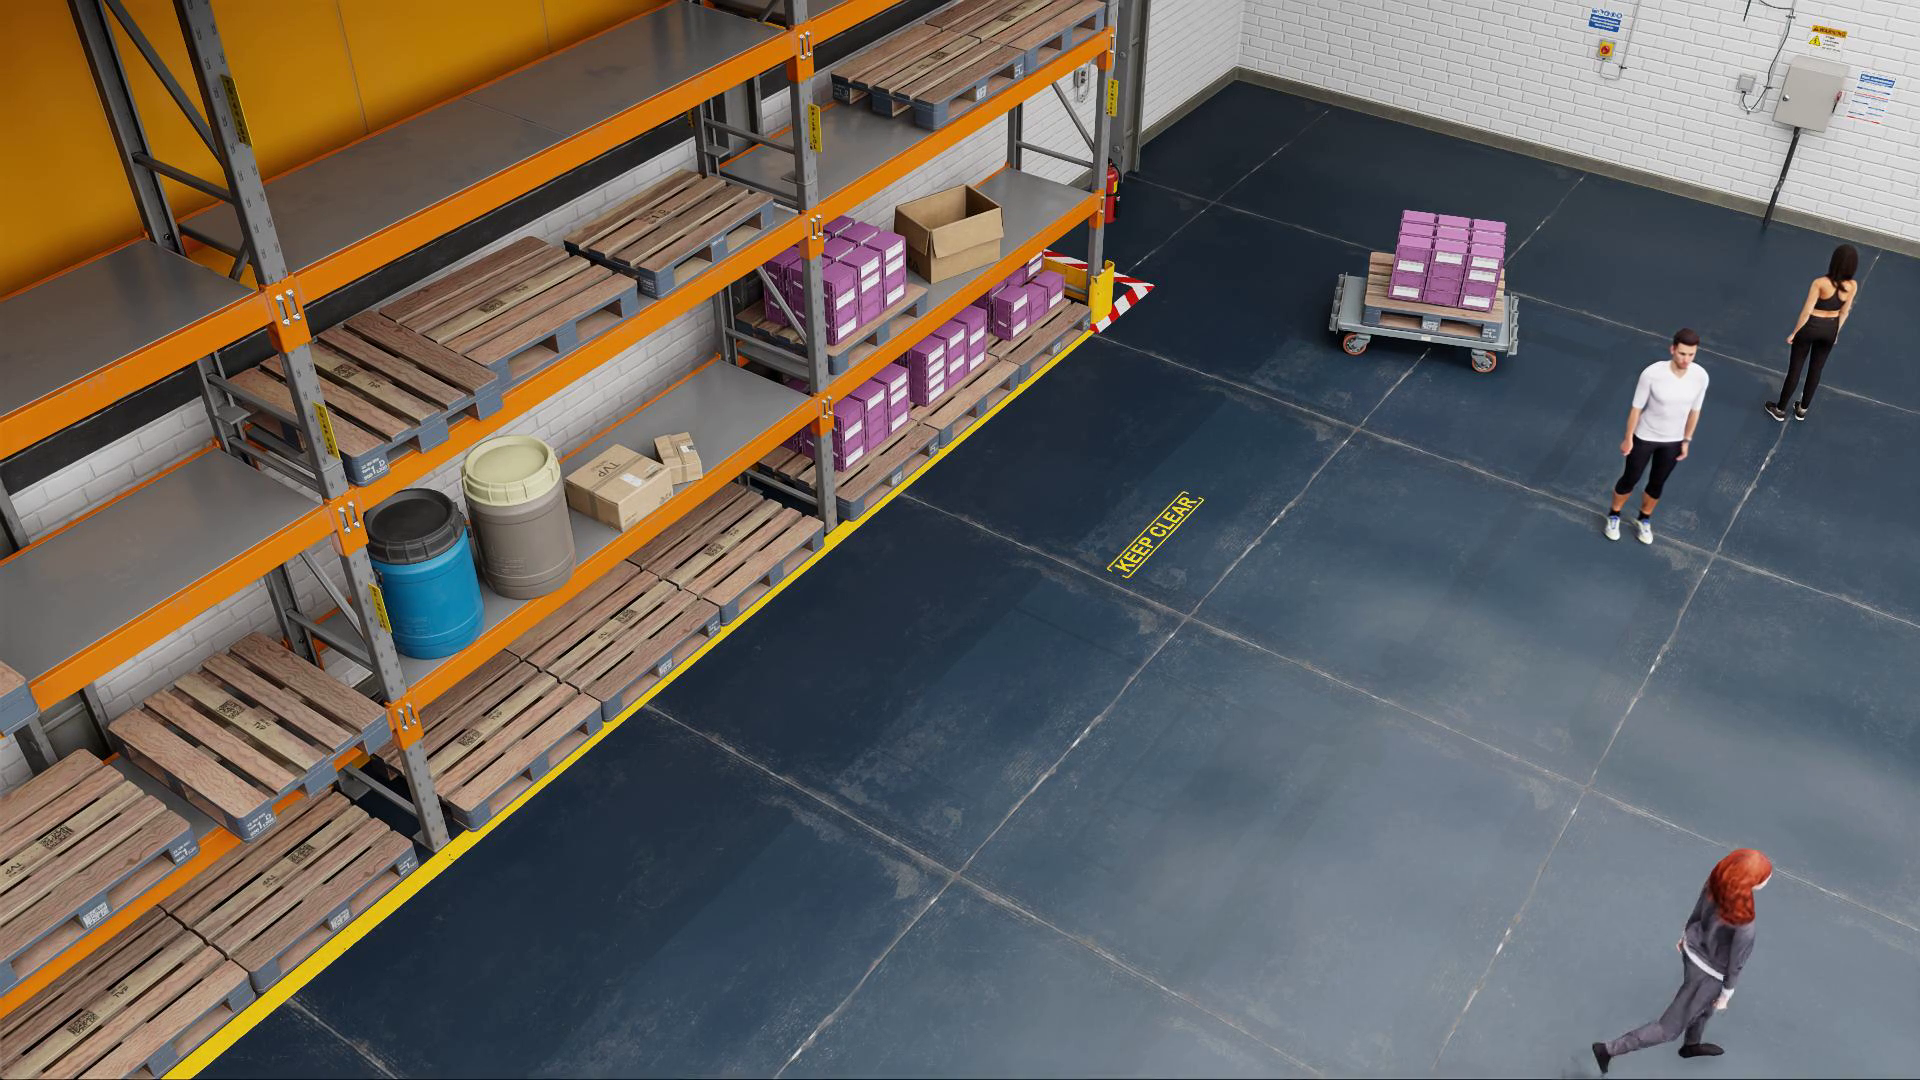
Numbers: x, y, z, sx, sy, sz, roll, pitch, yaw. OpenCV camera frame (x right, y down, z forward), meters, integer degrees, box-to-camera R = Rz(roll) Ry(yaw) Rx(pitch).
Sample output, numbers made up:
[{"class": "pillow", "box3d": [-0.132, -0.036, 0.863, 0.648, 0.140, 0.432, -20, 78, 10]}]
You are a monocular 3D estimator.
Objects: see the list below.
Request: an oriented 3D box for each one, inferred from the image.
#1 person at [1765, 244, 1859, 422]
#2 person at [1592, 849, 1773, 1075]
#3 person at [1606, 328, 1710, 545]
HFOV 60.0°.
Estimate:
[{"class": "person", "box3d": [7.186, -1.734, 13.943, 0.625, 1.644, 0.645, 1, 39, 2]}, {"class": "person", "box3d": [3.874, 2.278, 8.827, 1.072, 1.758, 1.066, -3, 39, -4]}, {"class": "person", "box3d": [5.296, -0.800, 12.610, 0.740, 1.848, 0.742, 3, 39, 4]}]
